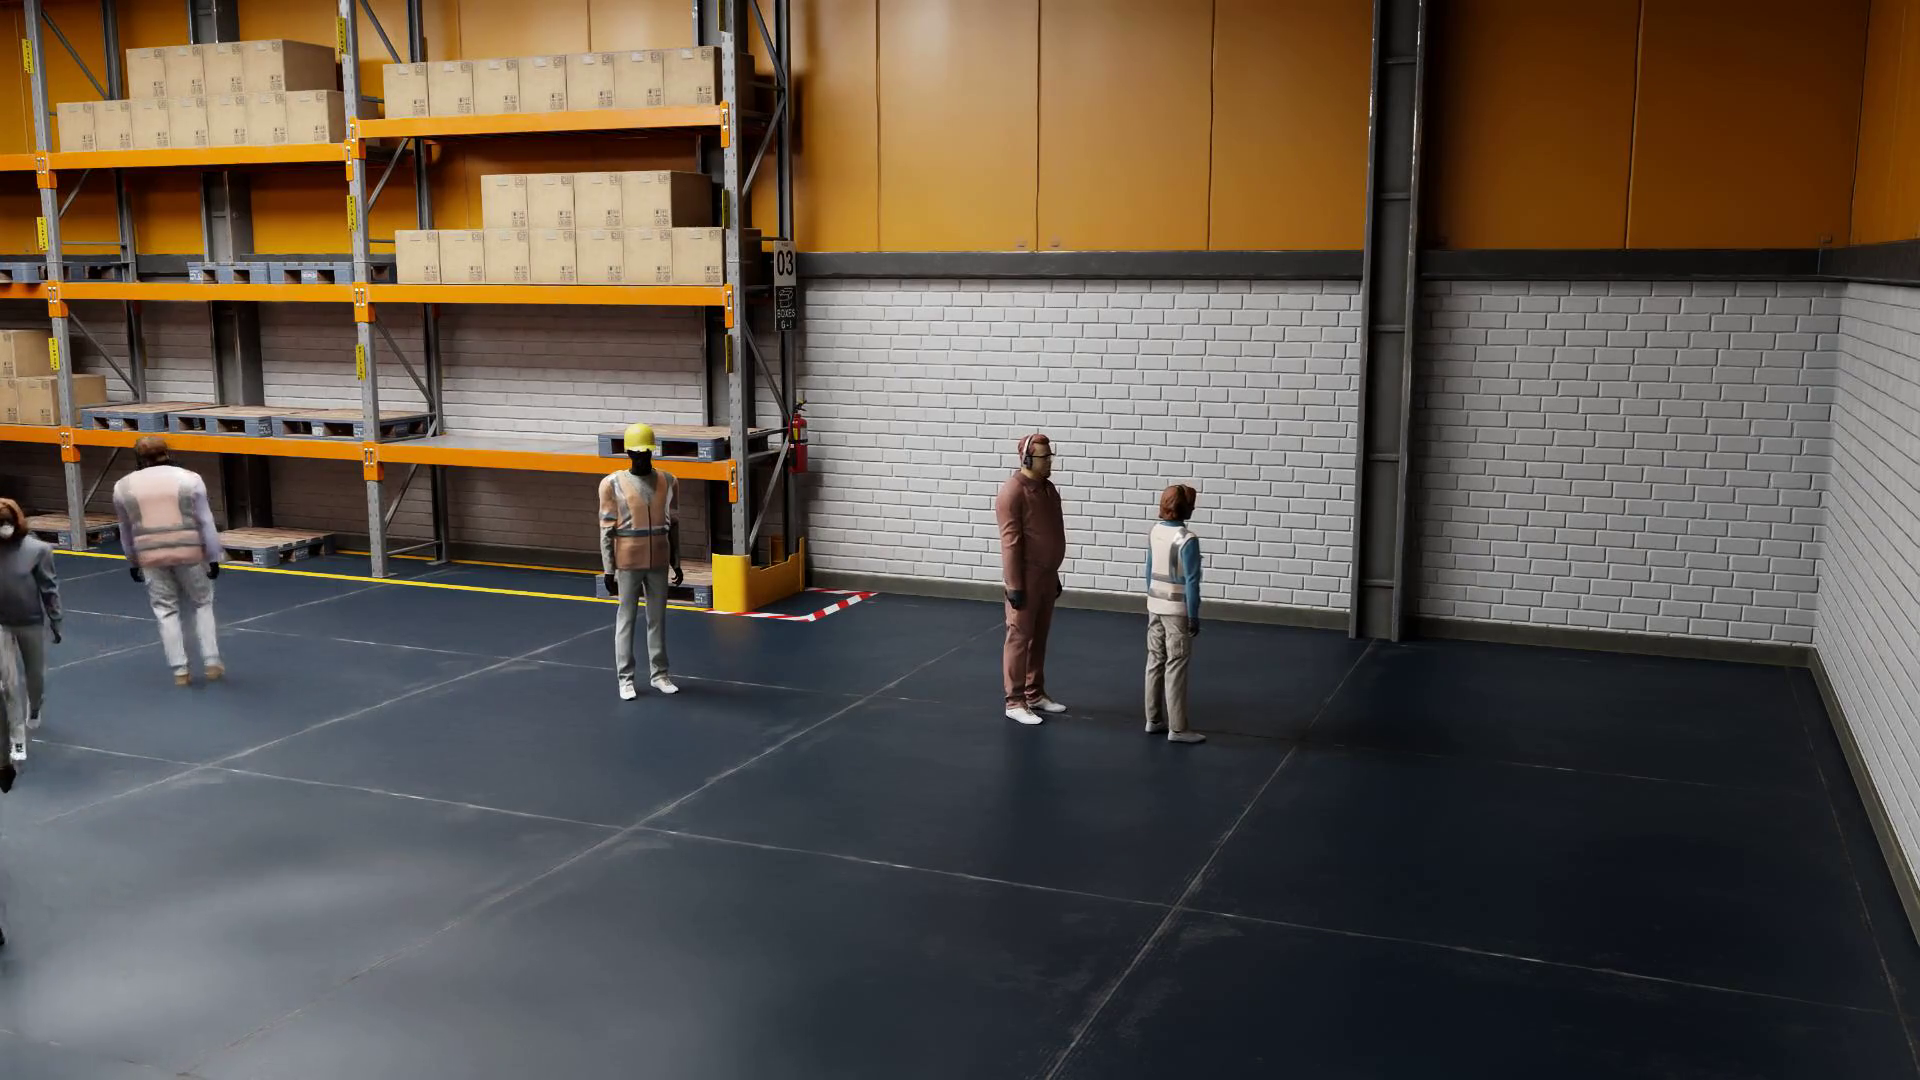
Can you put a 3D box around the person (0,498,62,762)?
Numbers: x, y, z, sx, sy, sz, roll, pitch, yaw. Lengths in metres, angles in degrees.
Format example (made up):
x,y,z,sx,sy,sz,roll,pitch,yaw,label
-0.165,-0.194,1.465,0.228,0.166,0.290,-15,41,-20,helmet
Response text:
x,y,z,sx,sy,sz,roll,pitch,yaw,label
-5.877,0.515,10.355,0.502,1.607,0.737,-5,11,-28,person

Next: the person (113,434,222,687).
x,y,z,sx,sy,sz,roll,pitch,yaw,label
-5.691,0.146,11.968,0.667,1.811,0.505,-3,10,-16,person

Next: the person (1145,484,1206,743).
x,y,z,sx,sy,sz,roll,pitch,yaw,label
1.351,0.461,10.557,0.315,1.641,0.514,-5,10,-26,person

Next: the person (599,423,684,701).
x,y,z,sx,sy,sz,roll,pitch,yaw,label
-2.208,0.145,11.603,0.594,1.926,0.367,-6,11,-34,person

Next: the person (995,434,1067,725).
x,y,z,sx,sy,sz,roll,pitch,yaw,label
0.498,0.249,11.037,0.410,1.909,0.642,5,11,29,person

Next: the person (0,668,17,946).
x,y,z,sx,sy,sz,roll,pitch,yaw,label
-4.346,0.913,6.987,0.547,1.912,0.676,3,10,18,person
